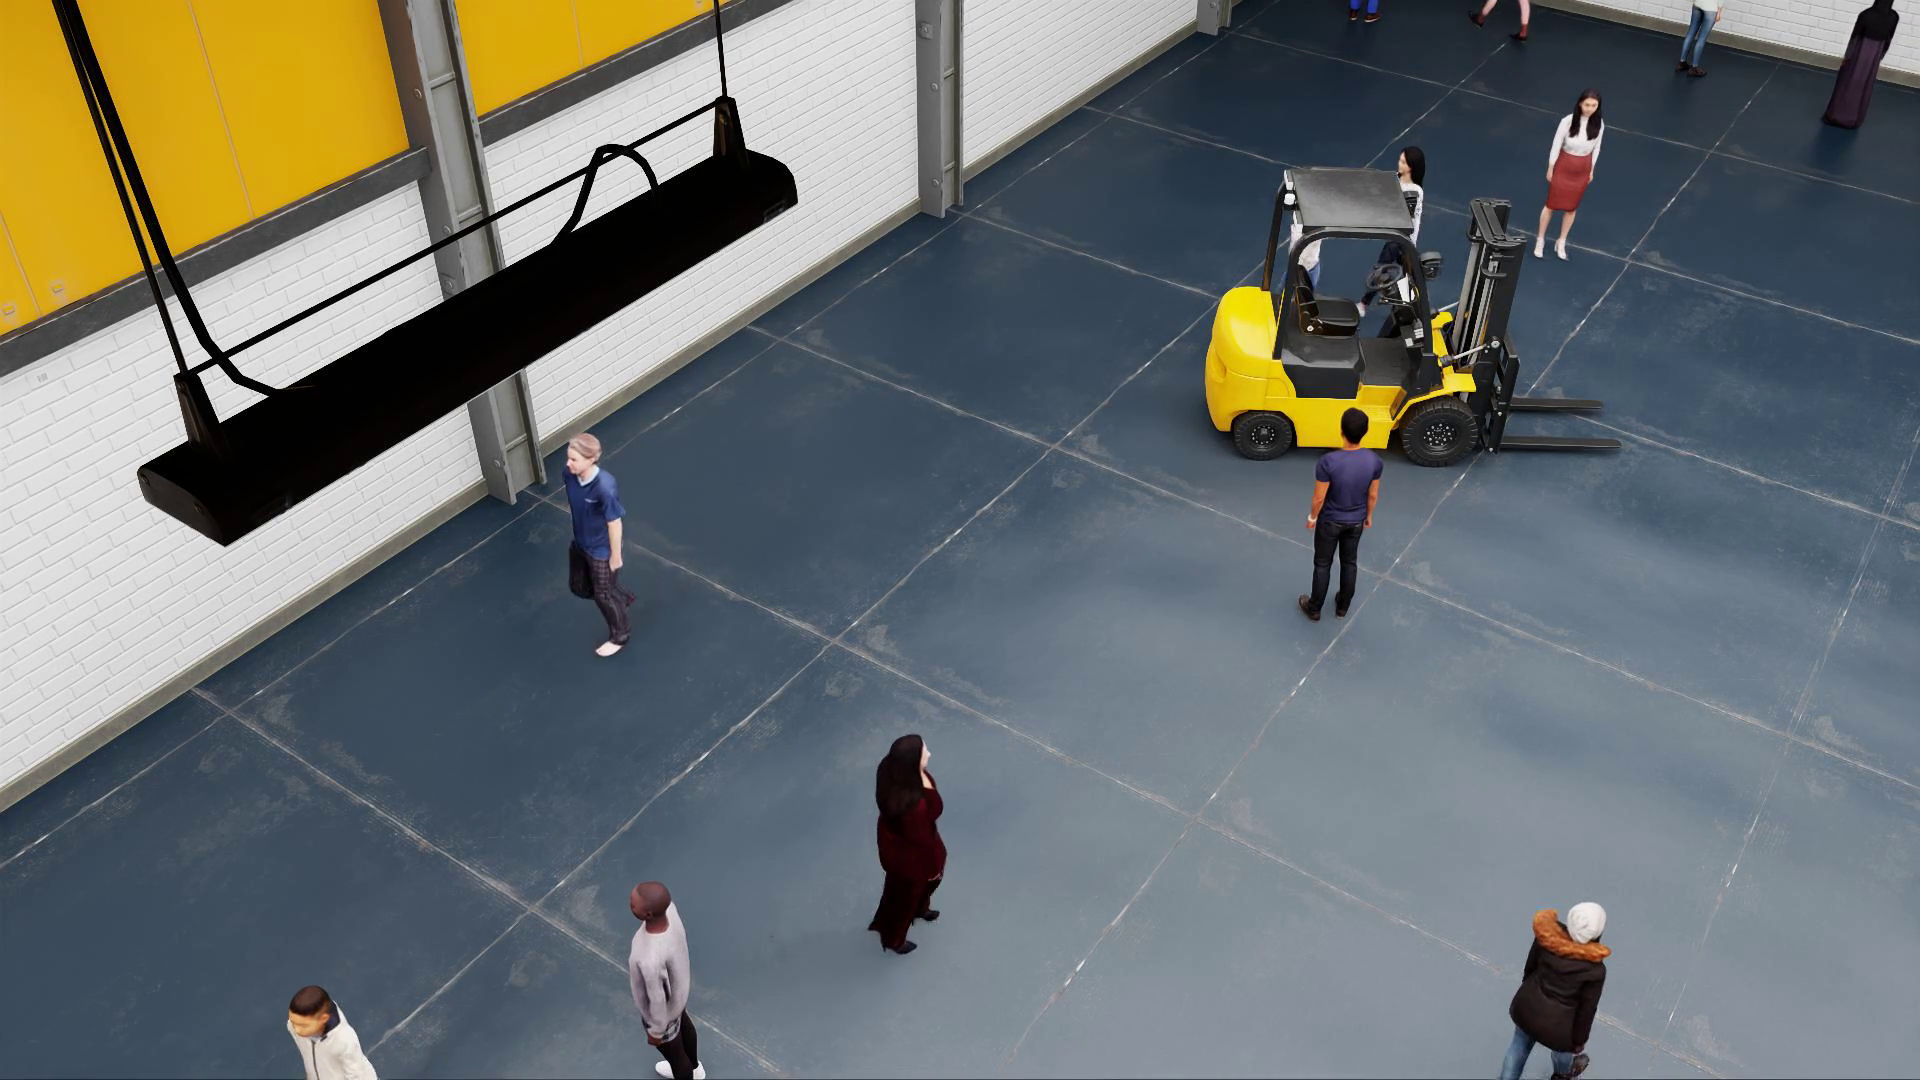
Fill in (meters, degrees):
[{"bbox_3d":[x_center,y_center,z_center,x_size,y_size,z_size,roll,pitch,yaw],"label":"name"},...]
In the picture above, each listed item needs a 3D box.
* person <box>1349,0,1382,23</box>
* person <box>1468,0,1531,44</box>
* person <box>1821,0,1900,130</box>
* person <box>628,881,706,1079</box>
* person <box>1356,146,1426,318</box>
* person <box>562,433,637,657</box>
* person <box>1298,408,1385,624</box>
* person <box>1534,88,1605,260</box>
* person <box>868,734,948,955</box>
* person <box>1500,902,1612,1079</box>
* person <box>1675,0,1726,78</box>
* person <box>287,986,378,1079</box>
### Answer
[{"bbox_3d":[5.213,-7.518,21.034,0.694,1.861,0.606,21,43,24],"label":"person"},{"bbox_3d":[6.943,-6.978,20.509,1.153,1.672,0.992,-21,43,-25],"label":"person"},{"bbox_3d":[10.118,-5.423,18.607,0.692,1.616,0.720,7,39,9],"label":"person"},{"bbox_3d":[-1.531,2.389,8.700,0.762,1.772,0.666,0,39,0],"label":"person"},{"bbox_3d":[4.107,-2.830,15.331,1.213,1.652,1.055,-12,40,-15],"label":"person"},{"bbox_3d":[-2.471,-0.012,11.640,0.704,1.855,0.726,28,47,31],"label":"person"},{"bbox_3d":[2.723,-0.155,11.874,0.709,1.787,0.757,-5,39,-6],"label":"person"},{"bbox_3d":[5.934,-3.551,16.155,0.678,1.750,0.671,4,39,5],"label":"person"},{"bbox_3d":[-0.383,1.768,9.500,0.939,1.744,0.878,-10,40,-12],"label":"person"},{"bbox_3d":[3.048,2.491,8.696,0.952,1.616,0.790,-26,45,-28],"label":"person"},{"bbox_3d":[8.867,-6.343,19.736,0.638,1.644,0.643,-17,42,-20],"label":"person"},{"bbox_3d":[-3.133,2.718,8.556,0.722,1.437,0.856,11,40,14],"label":"person"}]
